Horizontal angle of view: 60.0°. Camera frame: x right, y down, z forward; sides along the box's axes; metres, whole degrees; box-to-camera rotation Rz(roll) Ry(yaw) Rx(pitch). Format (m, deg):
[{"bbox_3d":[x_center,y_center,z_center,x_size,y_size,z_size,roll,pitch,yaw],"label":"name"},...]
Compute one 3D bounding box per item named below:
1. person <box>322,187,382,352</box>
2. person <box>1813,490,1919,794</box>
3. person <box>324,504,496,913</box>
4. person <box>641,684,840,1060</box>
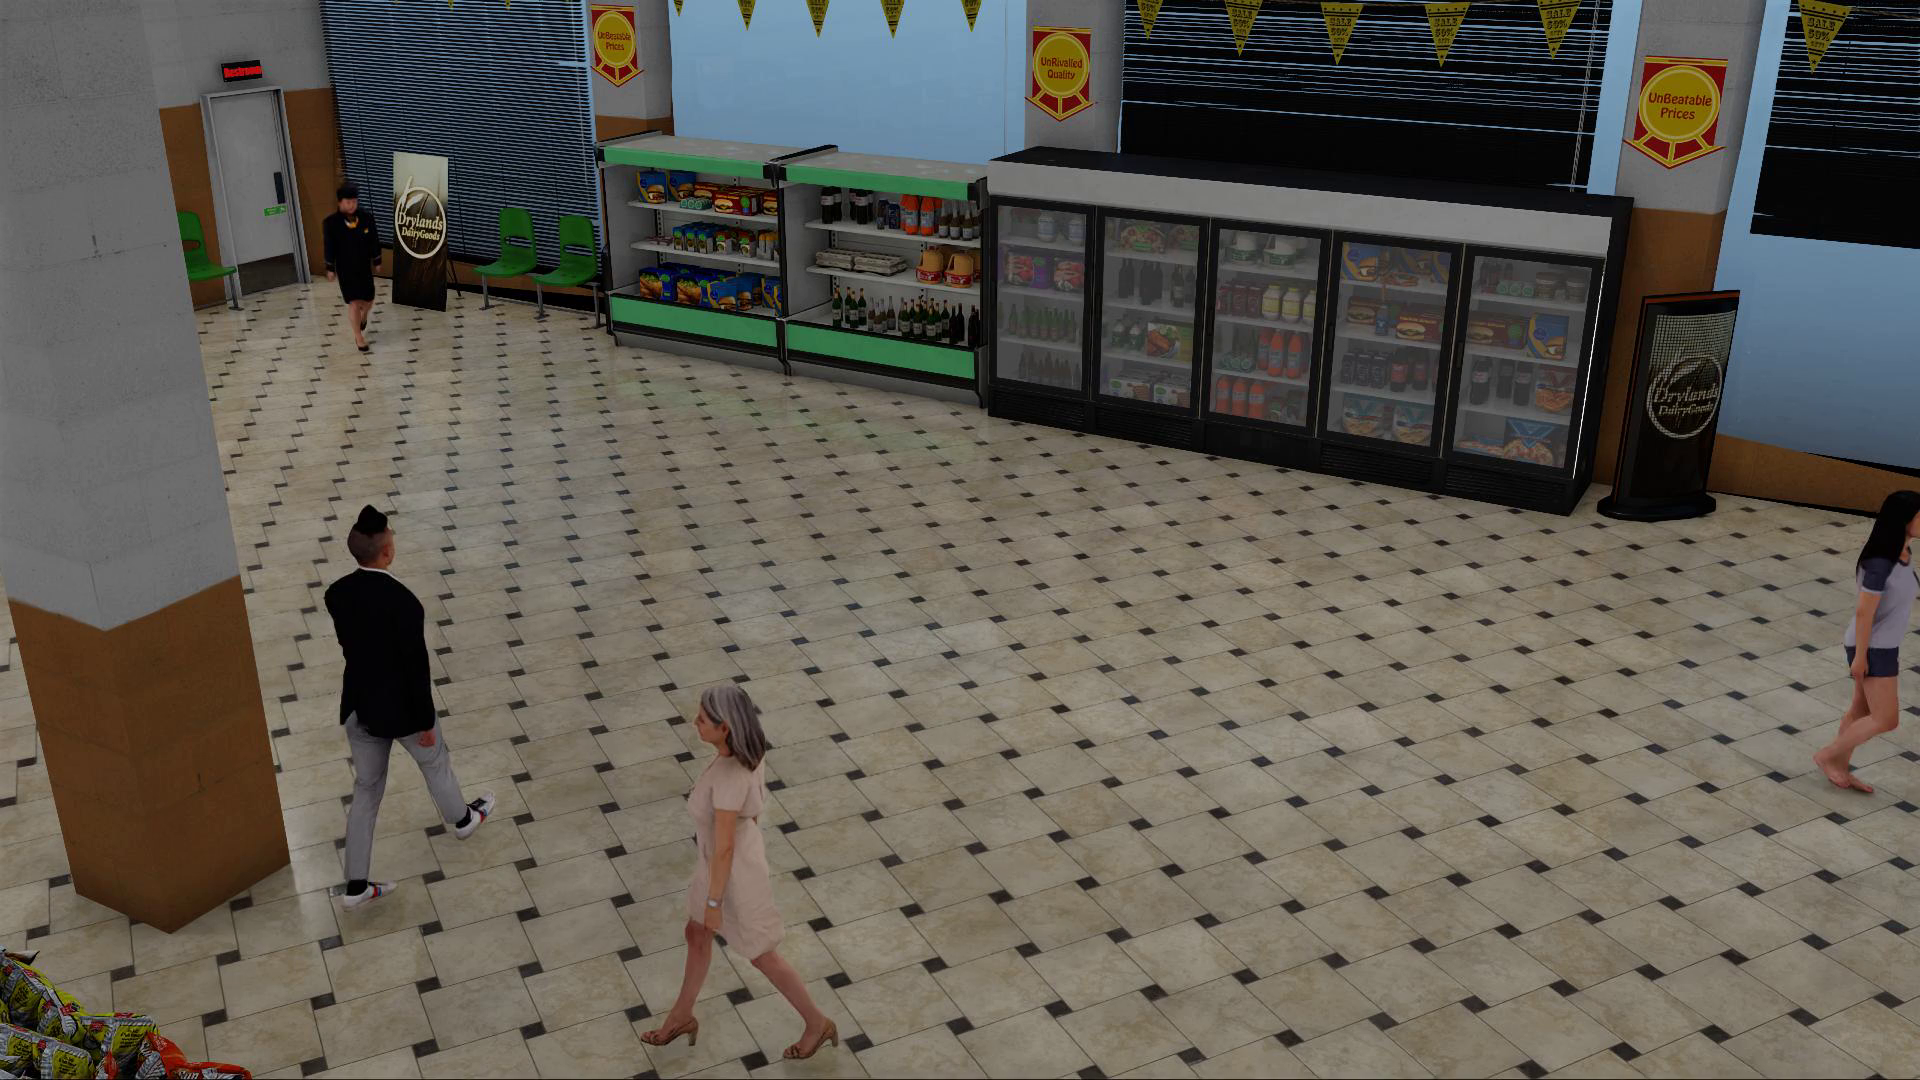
[{"bbox_3d":[-6.212,-2.784,17.022,0.949,1.654,1.037,-11,24,-26],"label":"person"},{"bbox_3d":[4.713,0.527,8.720,0.648,1.700,0.654,18,28,38],"label":"person"},{"bbox_3d":[-2.740,0.819,7.732,1.258,1.895,0.924,9,23,20],"label":"person"},{"bbox_3d":[-0.806,1.377,6.611,1.147,1.695,0.964,0,22,-1],"label":"person"}]
